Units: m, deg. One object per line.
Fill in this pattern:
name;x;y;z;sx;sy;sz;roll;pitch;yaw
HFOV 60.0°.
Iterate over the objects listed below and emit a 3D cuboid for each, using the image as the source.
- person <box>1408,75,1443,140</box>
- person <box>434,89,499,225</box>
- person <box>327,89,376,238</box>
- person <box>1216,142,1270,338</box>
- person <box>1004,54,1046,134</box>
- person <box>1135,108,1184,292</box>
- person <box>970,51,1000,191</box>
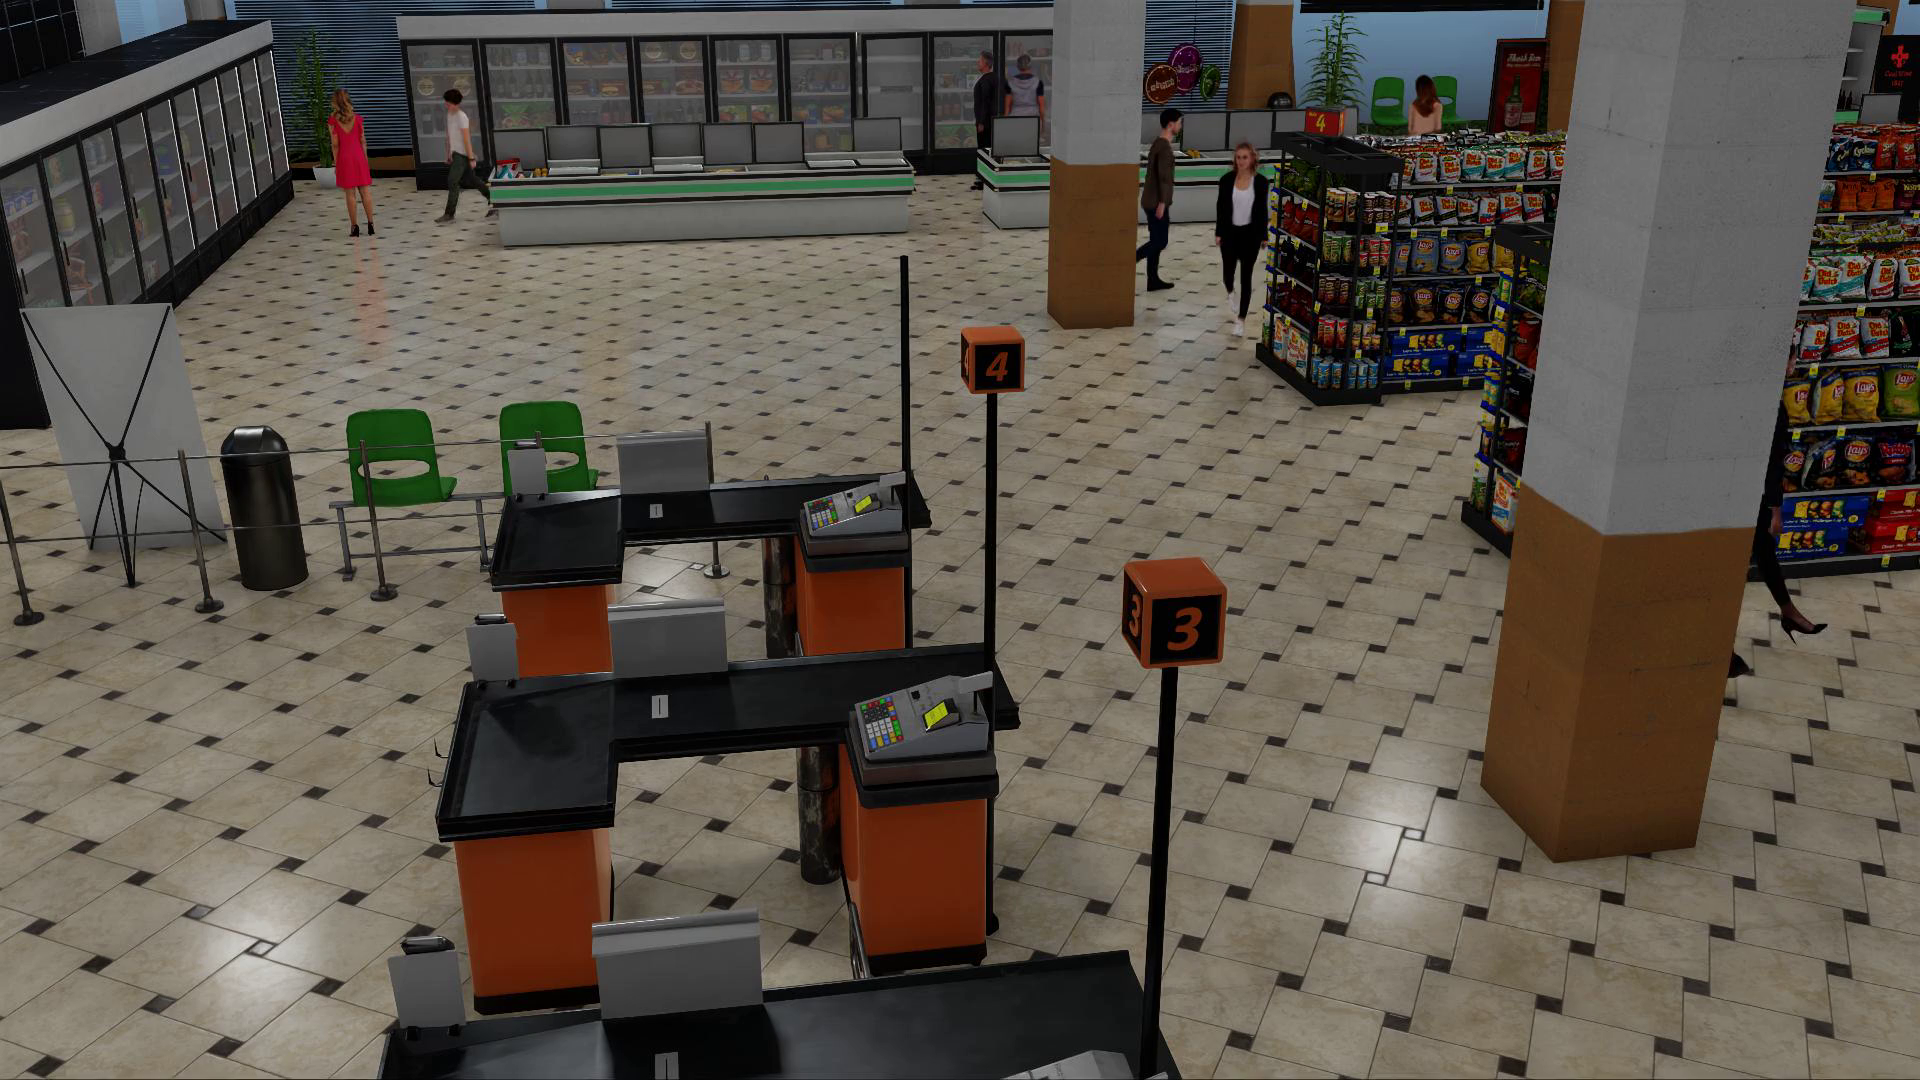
person;5.683;-4.787;20.532;1.123;1.727;1.102;12;25;27
person;-6.064;-4.716;20.509;1.226;1.612;0.924;-14;26;-31
person;-7.238;-4.487;19.784;0.582;1.727;0.701;-12;25;-28
person;2.642;-2.832;15.616;1.197;1.764;1.043;5;22;12
person;0.859;-5.625;22.486;0.724;1.826;0.859;4;22;9
person;1.938;-3.454;17.025;0.887;1.868;0.694;-1;22;-3
person;0.349;-5.754;22.783;0.733;1.842;0.782;4;22;9
